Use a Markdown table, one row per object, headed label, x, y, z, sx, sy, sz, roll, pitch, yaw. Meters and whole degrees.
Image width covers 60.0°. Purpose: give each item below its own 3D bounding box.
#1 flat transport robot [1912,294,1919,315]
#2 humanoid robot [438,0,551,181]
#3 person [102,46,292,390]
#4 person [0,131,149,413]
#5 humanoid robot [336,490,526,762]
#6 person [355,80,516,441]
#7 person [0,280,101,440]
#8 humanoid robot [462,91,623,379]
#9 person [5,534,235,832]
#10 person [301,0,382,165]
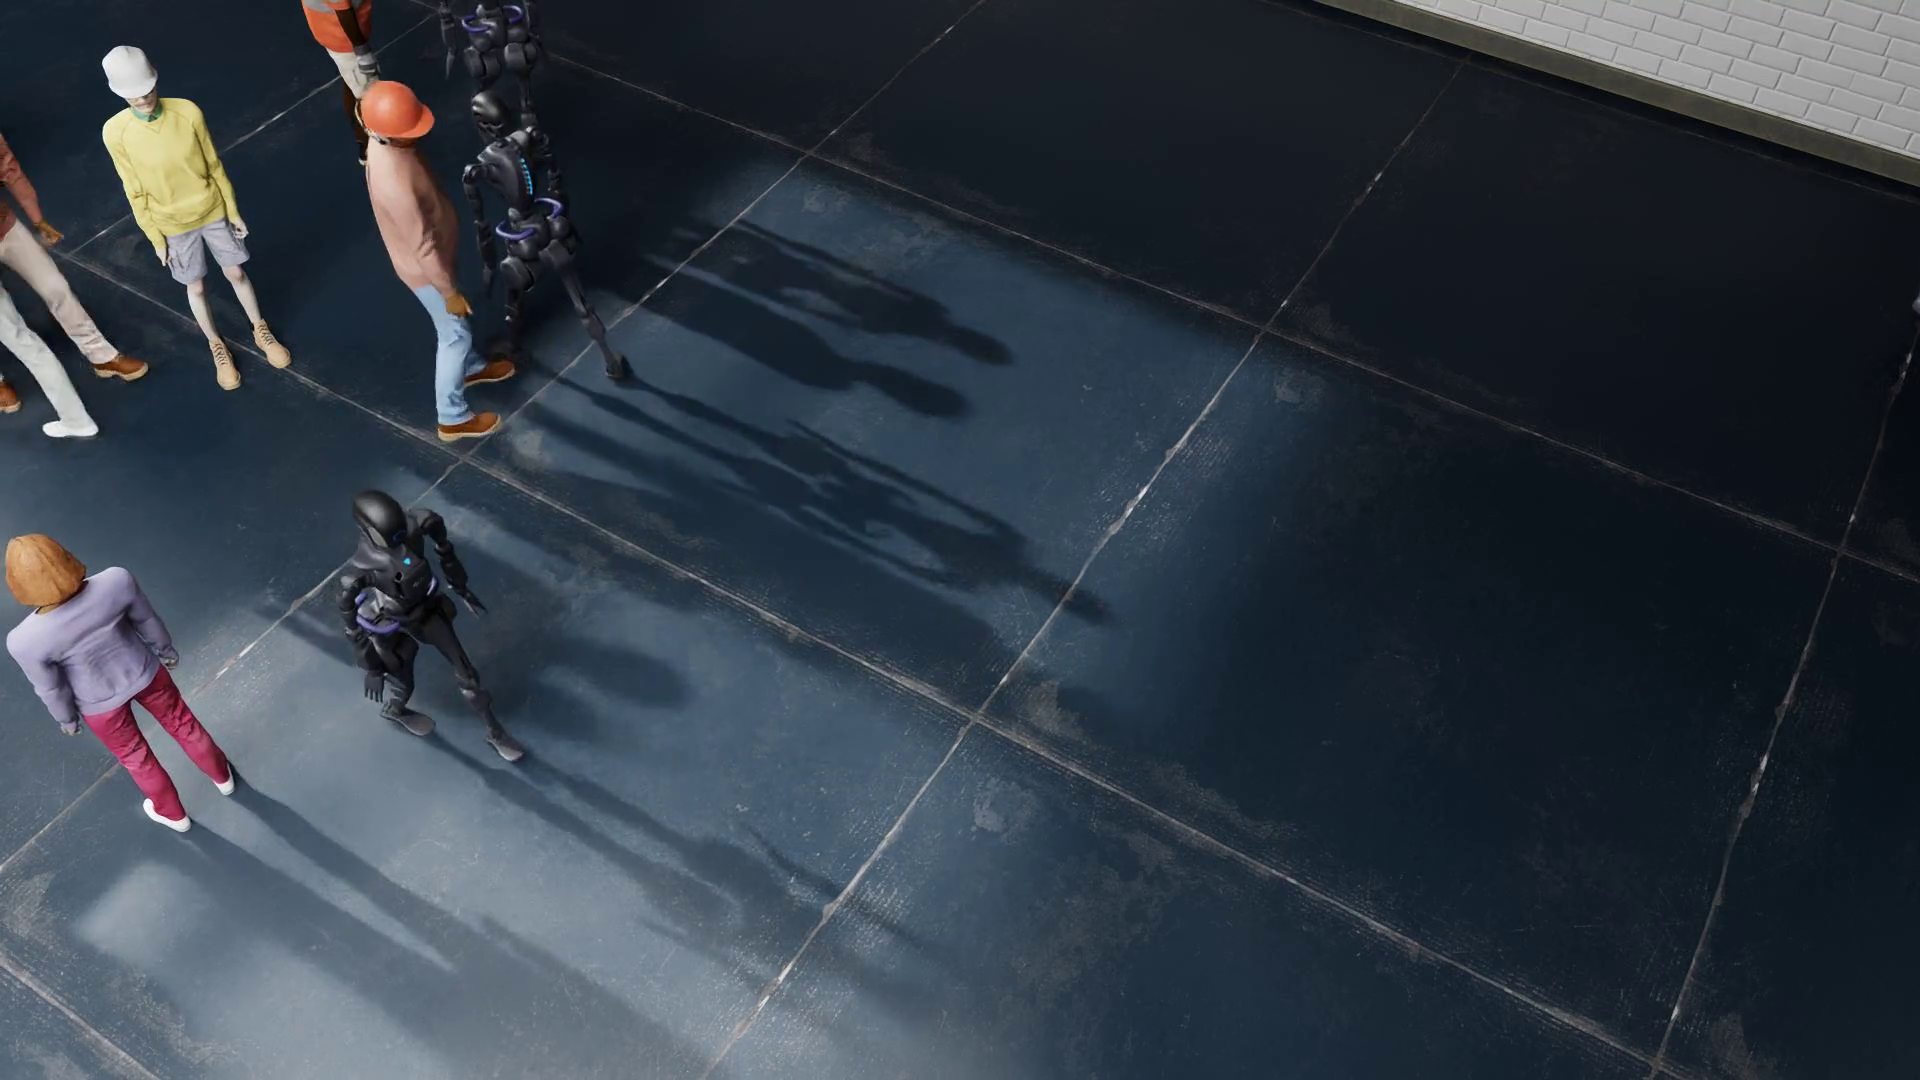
| label | x | y | z | sx | sy | sz | roll | pitch | yaw |
| --- | --- | --- | --- | --- | --- | --- | --- | --- | --- |
| flat transport robot | 5.726 | -0.889 | 8.592 | 0.659 | 0.231 | 1.431 | -12 | 50 | -11 |
| humanoid robot | -2.599 | -2.775 | 9.303 | 0.602 | 1.644 | 0.377 | -25 | 53 | -20 |
| person | -3.755 | -1.574 | 8.117 | 0.470 | 1.891 | 0.385 | -29 | 55 | -23 |
| person | -4.657 | -1.431 | 7.959 | 0.804 | 1.934 | 0.664 | 22 | 52 | 18 |
| humanoid robot | -2.176 | 0.325 | 6.616 | 0.754 | 1.627 | 0.593 | 25 | 54 | 21 |
| person | -2.495 | -1.340 | 7.861 | 0.441 | 1.979 | 0.648 | -16 | 51 | -13 |
| person | -4.812 | -1.206 | 7.817 | 1.021 | 1.844 | 0.653 | 14 | 50 | 12 |
| humanoid robot | -2.112 | -1.469 | 8.183 | 0.729 | 1.622 | 0.588 | 29 | 55 | 23 |
| person | -3.249 | 0.560 | 6.419 | 0.266 | 1.630 | 0.506 | 31 | 56 | 24 |
| person | -3.387 | -2.835 | 9.174 | 0.370 | 1.958 | 0.603 | -23 | 53 | -19 |
